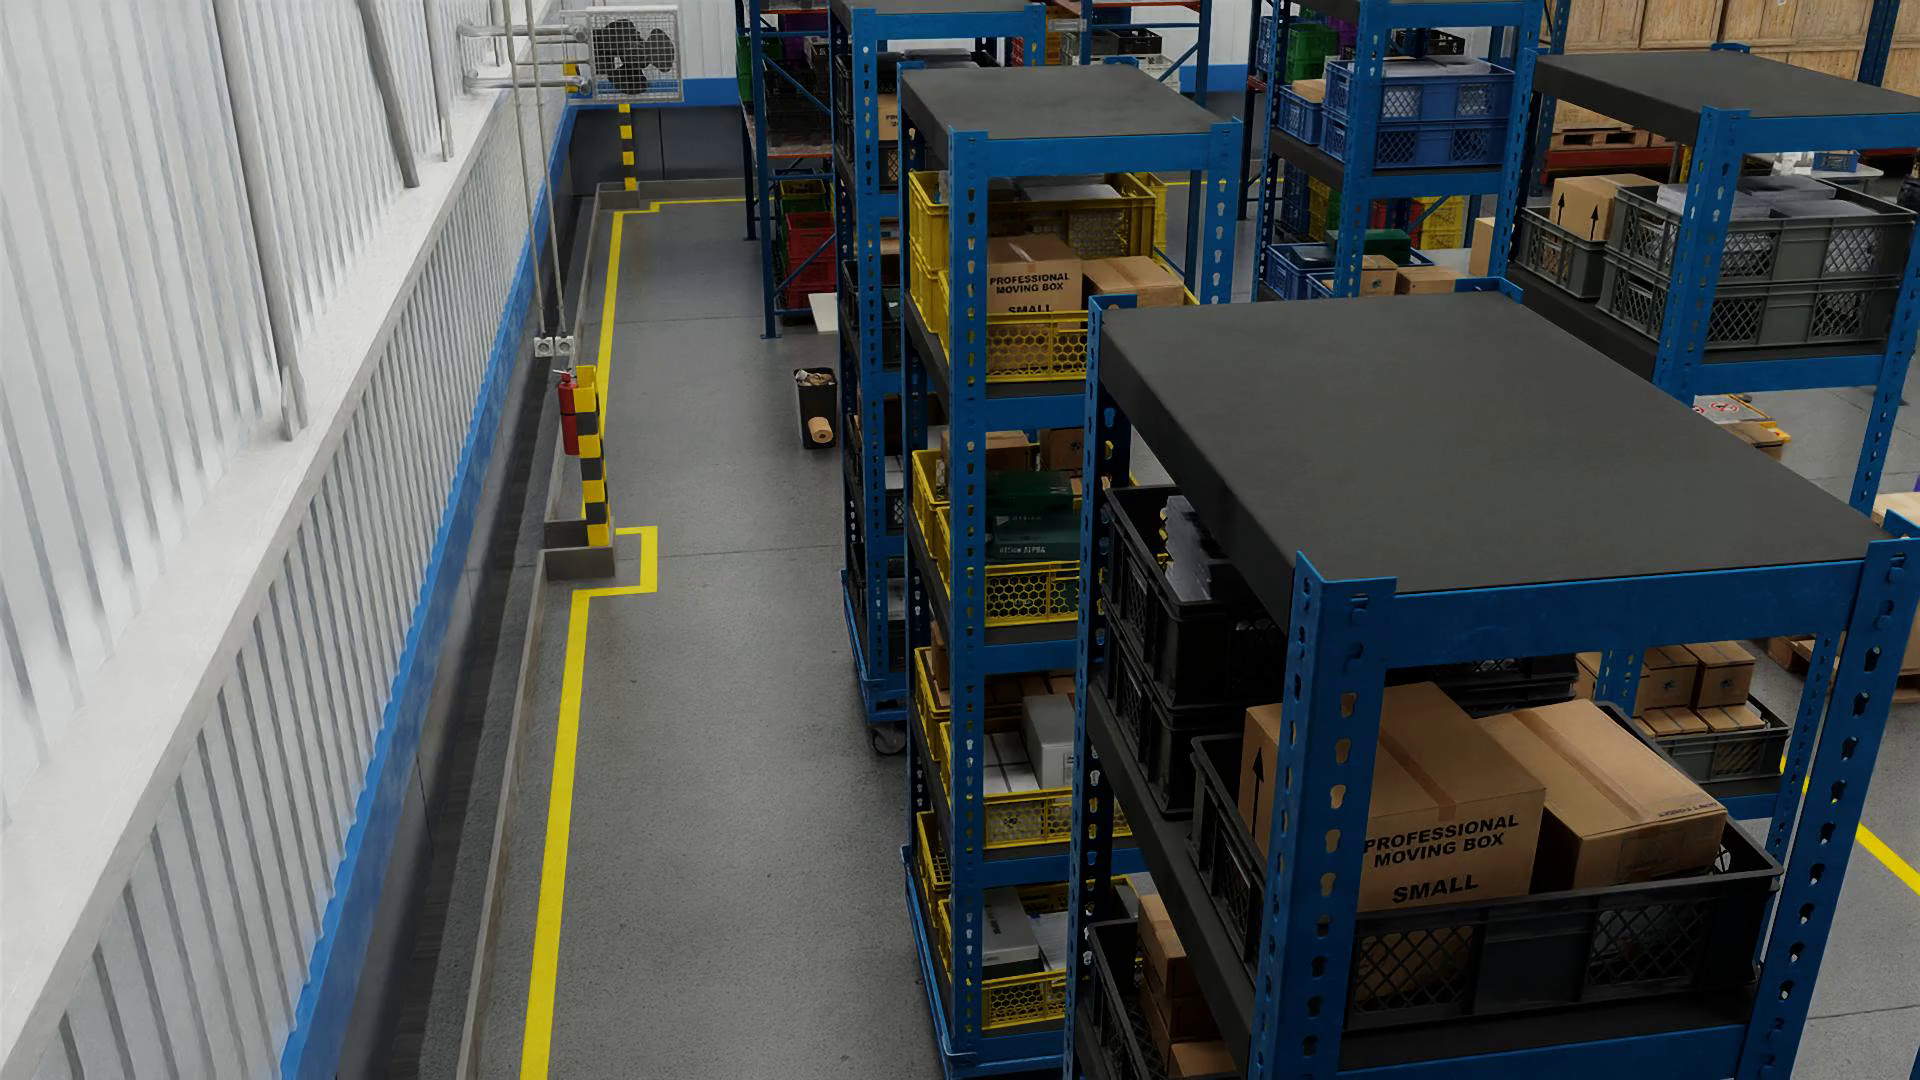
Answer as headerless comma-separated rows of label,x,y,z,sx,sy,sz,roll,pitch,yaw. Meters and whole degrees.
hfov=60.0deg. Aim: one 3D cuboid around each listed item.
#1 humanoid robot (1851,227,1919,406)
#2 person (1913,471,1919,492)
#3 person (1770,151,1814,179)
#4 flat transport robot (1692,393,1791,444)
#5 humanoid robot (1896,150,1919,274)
humanoid robot,7.148,-1.843,12.642,0.591,1.630,0.518,-11,27,-23
person,6.433,-1.003,10.362,0.536,2.000,0.682,-15,29,-30
person,7.772,-3.316,15.577,0.354,1.883,0.572,16,29,32
flat transport robot,5.224,-0.859,12.132,1.431,0.197,0.652,-4,25,-8
humanoid robot,7.903,-2.445,13.912,0.609,1.656,0.315,-16,29,-31
